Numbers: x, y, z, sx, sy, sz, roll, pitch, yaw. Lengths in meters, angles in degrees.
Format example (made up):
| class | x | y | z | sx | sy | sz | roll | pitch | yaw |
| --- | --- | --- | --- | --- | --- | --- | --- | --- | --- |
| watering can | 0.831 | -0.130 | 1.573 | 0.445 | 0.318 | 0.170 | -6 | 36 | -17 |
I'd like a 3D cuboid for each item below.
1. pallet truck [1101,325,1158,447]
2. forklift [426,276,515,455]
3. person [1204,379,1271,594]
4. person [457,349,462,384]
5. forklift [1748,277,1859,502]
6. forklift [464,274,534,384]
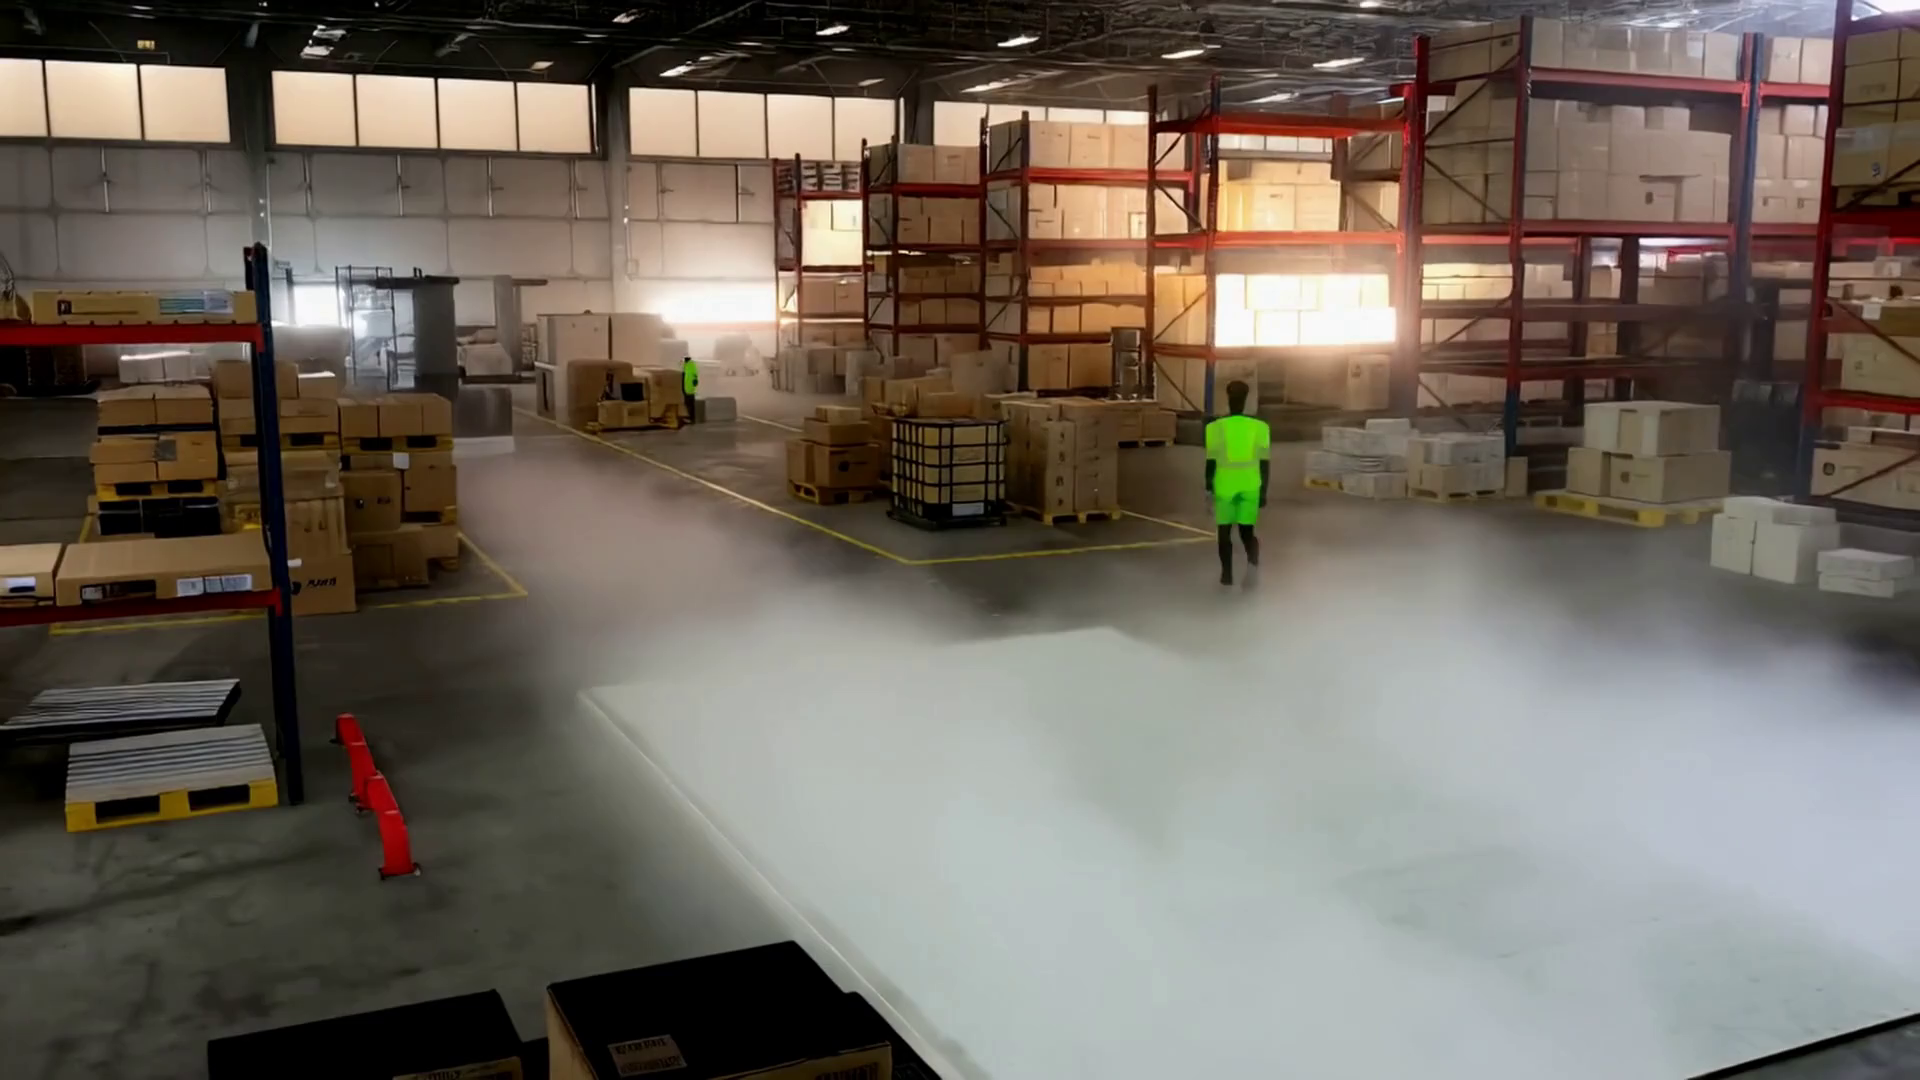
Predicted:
| class | x | y | z | sx | sy | sz | roll | pitch | yaw |
| --- | --- | --- | --- | --- | --- | --- | --- | --- | --- |
| pallet truck | 2.881 | -2.596 | 27.923 | 0.823 | 1.965 | 1.885 | -1 | 9 | -7 |
| forklift | -8.069 | -2.737 | 26.069 | 1.873 | 2.768 | 1.129 | -4 | 10 | -25 |
| person | 2.502 | -0.467 | 14.937 | 0.610 | 1.938 | 0.805 | 0 | 9 | 0 |
| person | -8.702 | -2.605 | 27.994 | 0.625 | 1.990 | 0.395 | -4 | 10 | -25 |
| forklift | 9.949 | -1.761 | 20.015 | 1.873 | 2.768 | 1.129 | -4 | 10 | -25 |
| forklift | -11.614 | -5.349 | 42.274 | 1.873 | 2.768 | 1.129 | -4 | 10 | -25 |
